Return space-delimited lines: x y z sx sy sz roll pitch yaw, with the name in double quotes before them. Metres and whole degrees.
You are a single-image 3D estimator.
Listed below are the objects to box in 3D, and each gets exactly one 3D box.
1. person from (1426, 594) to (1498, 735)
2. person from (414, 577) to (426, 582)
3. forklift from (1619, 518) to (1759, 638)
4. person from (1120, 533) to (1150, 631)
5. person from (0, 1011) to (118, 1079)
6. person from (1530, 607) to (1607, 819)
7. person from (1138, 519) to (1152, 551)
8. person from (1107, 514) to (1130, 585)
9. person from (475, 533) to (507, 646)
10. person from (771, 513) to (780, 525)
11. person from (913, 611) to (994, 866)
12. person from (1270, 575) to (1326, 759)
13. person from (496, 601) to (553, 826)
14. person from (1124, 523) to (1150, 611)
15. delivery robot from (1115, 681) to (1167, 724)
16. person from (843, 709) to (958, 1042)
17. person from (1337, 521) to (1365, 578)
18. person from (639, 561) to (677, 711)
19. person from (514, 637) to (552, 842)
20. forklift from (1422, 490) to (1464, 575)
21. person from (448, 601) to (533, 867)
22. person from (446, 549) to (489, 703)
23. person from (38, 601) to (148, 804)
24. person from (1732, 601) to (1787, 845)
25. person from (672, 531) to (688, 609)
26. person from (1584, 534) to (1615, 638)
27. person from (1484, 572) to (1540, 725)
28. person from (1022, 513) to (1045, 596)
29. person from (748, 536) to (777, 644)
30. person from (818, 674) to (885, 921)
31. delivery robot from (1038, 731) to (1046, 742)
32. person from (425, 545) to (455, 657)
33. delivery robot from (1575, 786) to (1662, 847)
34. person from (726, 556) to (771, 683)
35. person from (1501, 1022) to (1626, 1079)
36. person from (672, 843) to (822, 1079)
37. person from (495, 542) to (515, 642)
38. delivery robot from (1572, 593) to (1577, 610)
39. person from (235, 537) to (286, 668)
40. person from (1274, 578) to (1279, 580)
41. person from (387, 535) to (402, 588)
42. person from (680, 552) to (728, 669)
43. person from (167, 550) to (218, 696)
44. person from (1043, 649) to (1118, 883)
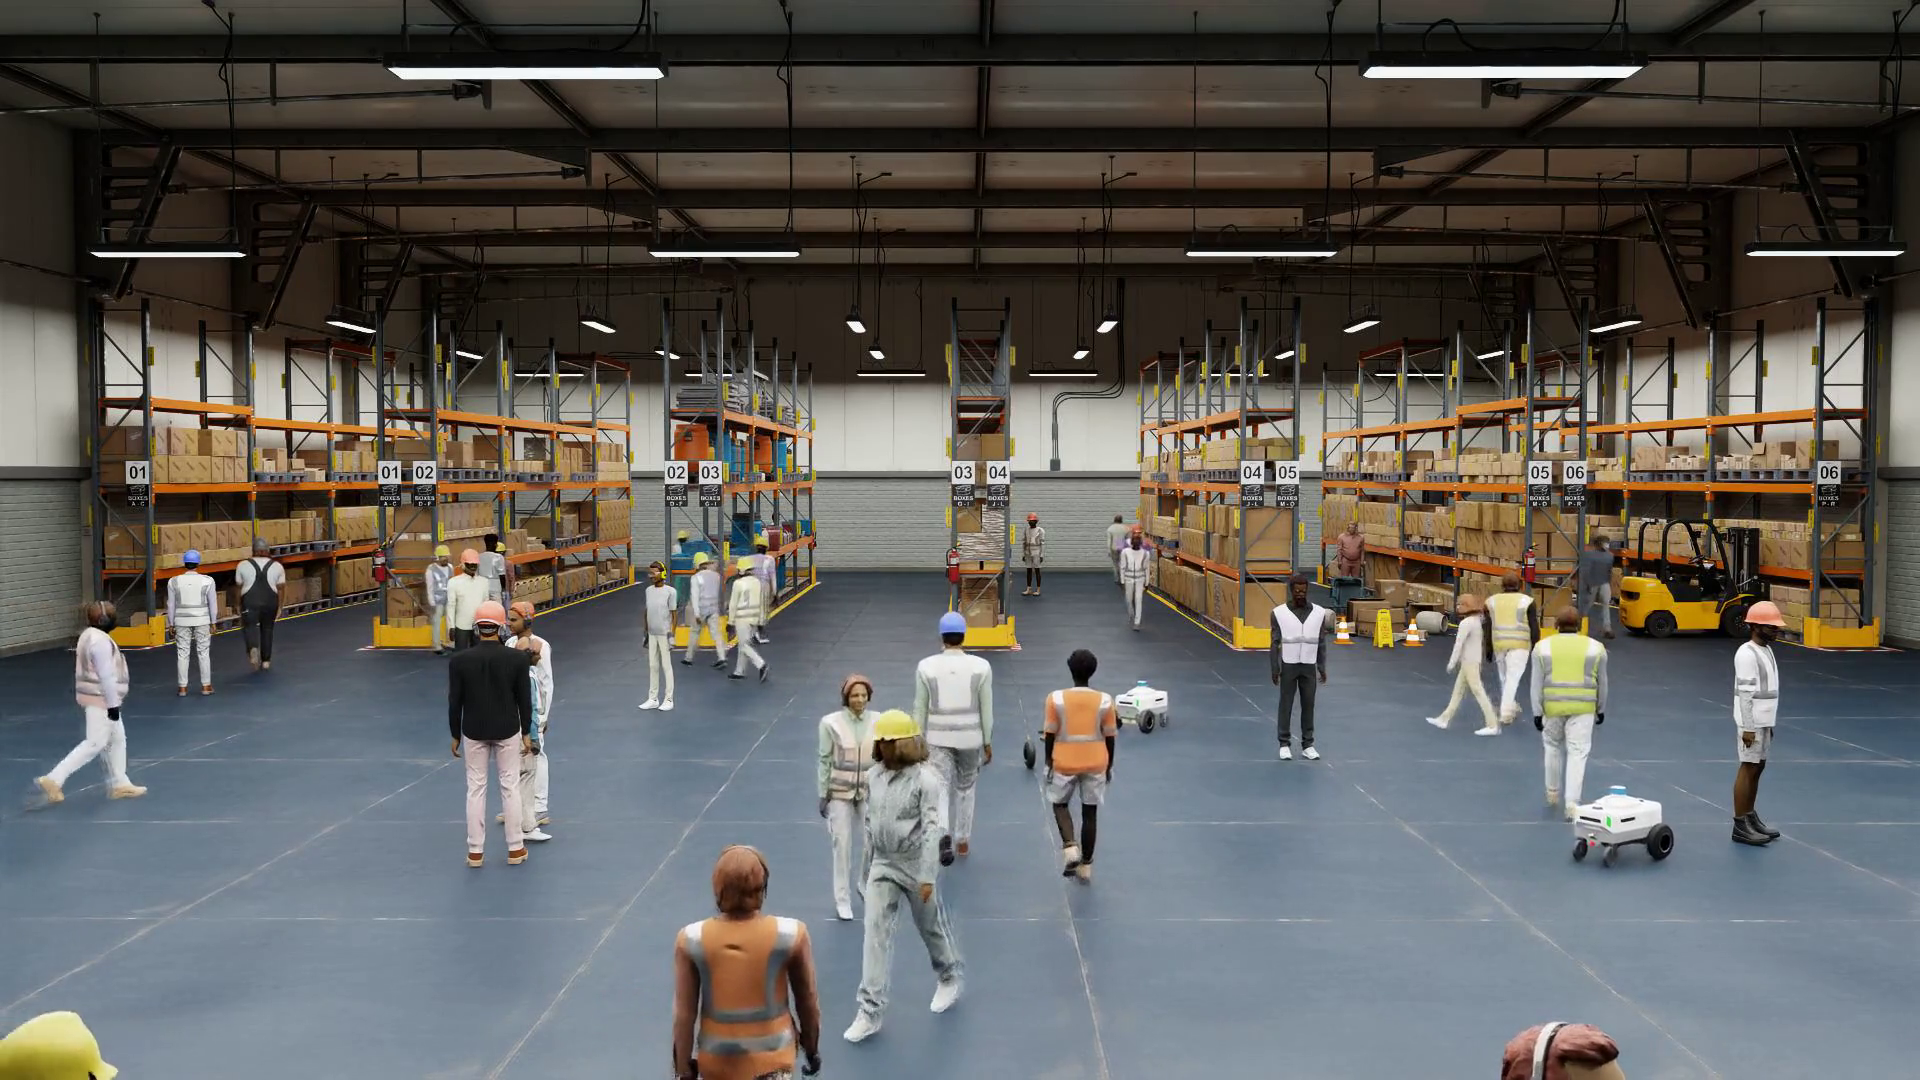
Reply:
"person" 5.746 1.412 18.398 0.852 1.585 0.517 1 3 33
"person" -11.453 0.727 34.618 0.554 1.662 0.806 0 2 -4
"forklift" 13.417 0.684 29.791 2.313 2.155 1.214 0 2 0
"person" 3.363 0.780 30.985 0.589 1.861 0.755 0 2 11
"person" -2.006 1.924 3.687 0.548 1.724 0.852 1 3 32
"person" 5.319 1.480 14.108 0.623 1.793 0.955 1 2 22
"person" 5.145 0.208 44.751 0.501 1.913 0.561 0 2 -3
"person" 4.260 0.260 43.360 0.636 1.916 0.657 0 2 0
"person" -8.031 0.865 27.634 0.600 1.957 0.378 1 2 14
"person" -5.424 0.136 47.209 0.314 1.861 0.510 0 2 -4
"person" -0.049 1.503 12.207 0.613 1.916 0.804 0 2 -1
"person" 3.521 1.318 16.857 0.588 1.913 0.377 0 2 -8
"person" -3.673 1.458 13.625 0.586 1.882 0.340 2 3 40
"person" 3.824 0.591 34.932 0.568 1.924 0.454 0 2 -2
"delivery robot" 2.111 1.884 18.757 0.477 0.478 0.707 2 3 37
"person" -0.291 1.744 8.687 0.509 1.702 0.891 1 3 31
"person" 8.995 0.517 37.127 0.638 1.902 0.407 0 2 -1
"person" -3.788 1.199 20.297 0.517 1.874 0.327 1 3 30
"person" -3.508 1.602 13.066 0.309 1.638 0.513 -1 3 -29
"forklift" 13.926 -0.371 47.846 1.873 2.768 1.129 0 2 0
"person" -3.558 1.458 12.253 0.613 1.995 0.391 0 2 -11
"person" -6.381 1.110 21.018 0.393 1.992 0.620 2 3 41
"person" -7.825 1.455 14.547 0.824 1.819 0.617 -2 3 -34
"person" 6.444 1.457 12.999 0.373 1.934 0.551 2 3 42
"person" -6.127 0.659 35.742 0.542 1.712 0.902 0 2 5
"person" 11.676 0.826 29.591 0.638 1.887 1.061 0 2 -6
"person" 6.580 1.282 19.257 0.615 1.802 0.975 2 3 42
"person" 1.780 0.350 39.533 0.605 2.045 0.380 2 3 34
"person" -3.496 0.880 28.070 0.596 1.901 0.699 1 2 19
"person" -0.697 1.704 10.710 0.522 1.626 0.375 -1 2 -16
"delivery robot" 0.947 1.863 16.056 0.335 0.223 0.698 0 2 -11
"person" -8.349 0.990 26.179 0.587 1.813 0.615 1 3 29
"delivery robot" 5.059 2.136 12.412 0.707 0.478 0.477 -1 3 -33
"person" -2.986 1.131 22.897 0.795 1.809 0.602 1 3 30
"person" 1.139 1.864 3.058 0.651 1.913 0.410 -1 3 -26
"person" -0.777 1.912 5.891 0.515 1.593 0.876 0 2 5
"person" -8.142 0.920 28.622 0.526 1.769 0.330 1 2 16
"delivery robot" 12.981 1.252 34.609 0.477 0.478 0.707 0 3 -9
"person" -10.632 0.968 24.550 0.708 2.000 0.664 -1 3 -30
"person" 7.593 0.451 39.160 0.587 1.876 1.040 0 2 7
"person" -12.589 0.694 35.930 0.500 1.636 0.280 1 2 23
"person" -3.881 1.075 24.599 0.946 1.790 0.585 2 3 42
"person" -10.292 1.107 21.658 0.616 1.946 0.391 -1 2 -22
"person" 0.871 1.630 11.683 0.553 1.683 0.368 0 2 -4
